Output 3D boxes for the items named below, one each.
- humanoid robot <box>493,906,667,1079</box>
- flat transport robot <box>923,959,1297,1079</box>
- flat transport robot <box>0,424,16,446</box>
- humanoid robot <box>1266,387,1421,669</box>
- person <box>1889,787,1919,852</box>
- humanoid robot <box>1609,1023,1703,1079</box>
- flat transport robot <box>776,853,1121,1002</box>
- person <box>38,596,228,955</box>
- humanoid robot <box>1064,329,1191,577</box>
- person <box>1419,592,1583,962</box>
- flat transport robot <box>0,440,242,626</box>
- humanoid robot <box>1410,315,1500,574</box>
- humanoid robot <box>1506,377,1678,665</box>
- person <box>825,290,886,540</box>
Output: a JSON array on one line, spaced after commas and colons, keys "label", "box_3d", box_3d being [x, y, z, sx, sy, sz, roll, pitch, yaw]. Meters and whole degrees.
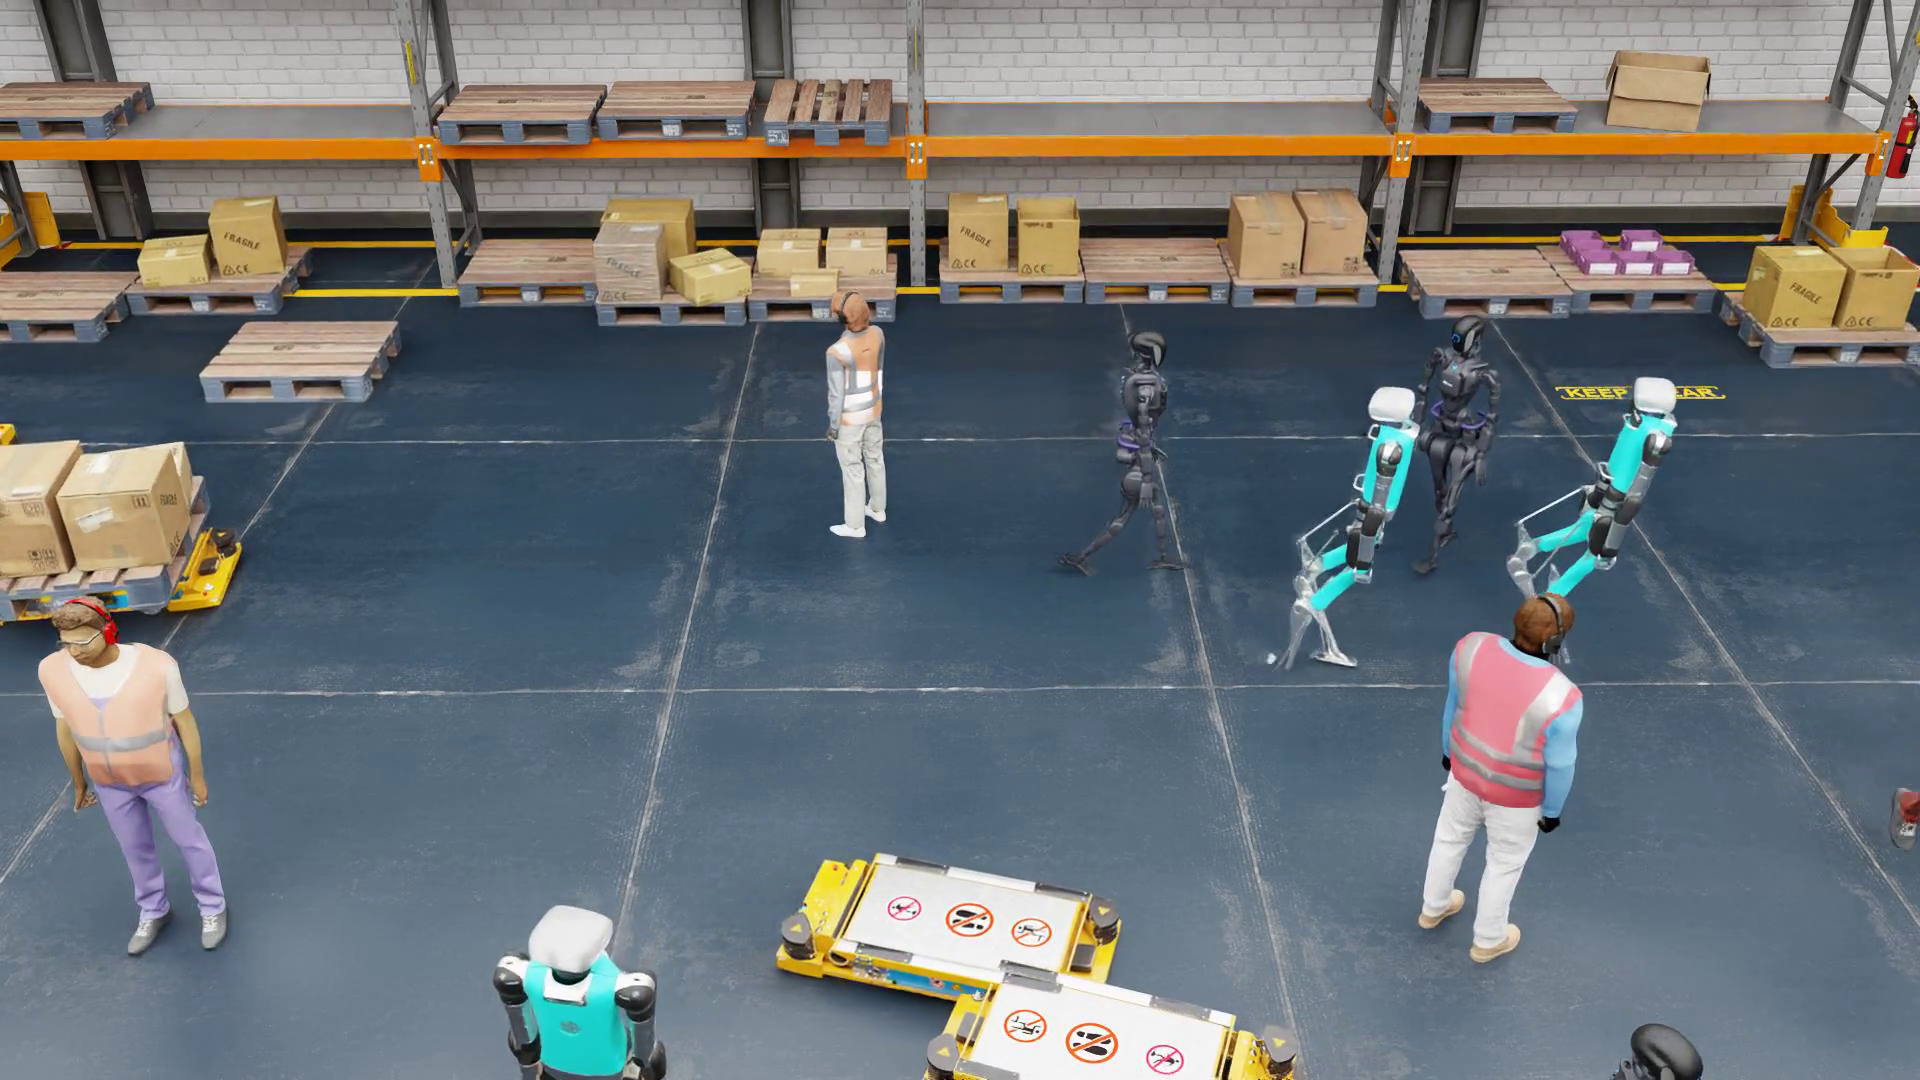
[{"label": "humanoid robot", "box_3d": [-1.223, 1.874, 5.970, 0.556, 1.880, 0.818, 4, 31, 6]}, {"label": "flat transport robot", "box_3d": [0.619, 2.154, 6.825, 1.431, 0.231, 0.659, 10, 32, 16]}, {"label": "flat transport robot", "box_3d": [-6.993, -0.449, 11.158, 0.659, 0.231, 1.431, -2, 31, -3]}, {"label": "humanoid robot", "box_3d": [2.030, 0.016, 9.070, 0.731, 1.900, 0.540, 11, 33, 17]}, {"label": "person", "box_3d": [4.694, 0.848, 7.452, 0.552, 1.858, 0.606, -3, 31, -5]}, {"label": "humanoid robot", "box_3d": [2.110, 2.182, 5.397, 0.599, 1.656, 0.315, -10, 33, -17]}, {"label": "flat transport robot", "box_3d": [-0.039, 1.774, 7.458, 1.431, 0.231, 0.659, 8, 32, 13]}, {"label": "person", "box_3d": [-3.553, 1.005, 7.207, 0.568, 1.842, 0.372, -2, 31, -3]}, {"label": "humanoid robot", "box_3d": [1.025, -0.505, 9.932, 0.766, 1.634, 0.588, 3, 31, 5]}, {"label": "person", "box_3d": [2.346, 1.020, 7.201, 0.432, 1.835, 0.630, -21, 37, -31]}, {"label": "flat transport robot", "box_3d": [-5.161, 0.224, 10.038, 1.431, 0.231, 0.659, -5, 31, -8]}, {"label": "humanoid robot", "box_3d": [2.943, -0.595, 10.054, 0.725, 1.629, 0.585, -25, 39, -35]}, {"label": "humanoid robot", "box_3d": [3.354, -0.063, 9.127, 0.805, 1.809, 0.543, 5, 31, 7]}, {"label": "person", "box_3d": [-0.648, -0.778, 10.372, 0.305, 1.638, 0.524, 19, 36, 29]}]
